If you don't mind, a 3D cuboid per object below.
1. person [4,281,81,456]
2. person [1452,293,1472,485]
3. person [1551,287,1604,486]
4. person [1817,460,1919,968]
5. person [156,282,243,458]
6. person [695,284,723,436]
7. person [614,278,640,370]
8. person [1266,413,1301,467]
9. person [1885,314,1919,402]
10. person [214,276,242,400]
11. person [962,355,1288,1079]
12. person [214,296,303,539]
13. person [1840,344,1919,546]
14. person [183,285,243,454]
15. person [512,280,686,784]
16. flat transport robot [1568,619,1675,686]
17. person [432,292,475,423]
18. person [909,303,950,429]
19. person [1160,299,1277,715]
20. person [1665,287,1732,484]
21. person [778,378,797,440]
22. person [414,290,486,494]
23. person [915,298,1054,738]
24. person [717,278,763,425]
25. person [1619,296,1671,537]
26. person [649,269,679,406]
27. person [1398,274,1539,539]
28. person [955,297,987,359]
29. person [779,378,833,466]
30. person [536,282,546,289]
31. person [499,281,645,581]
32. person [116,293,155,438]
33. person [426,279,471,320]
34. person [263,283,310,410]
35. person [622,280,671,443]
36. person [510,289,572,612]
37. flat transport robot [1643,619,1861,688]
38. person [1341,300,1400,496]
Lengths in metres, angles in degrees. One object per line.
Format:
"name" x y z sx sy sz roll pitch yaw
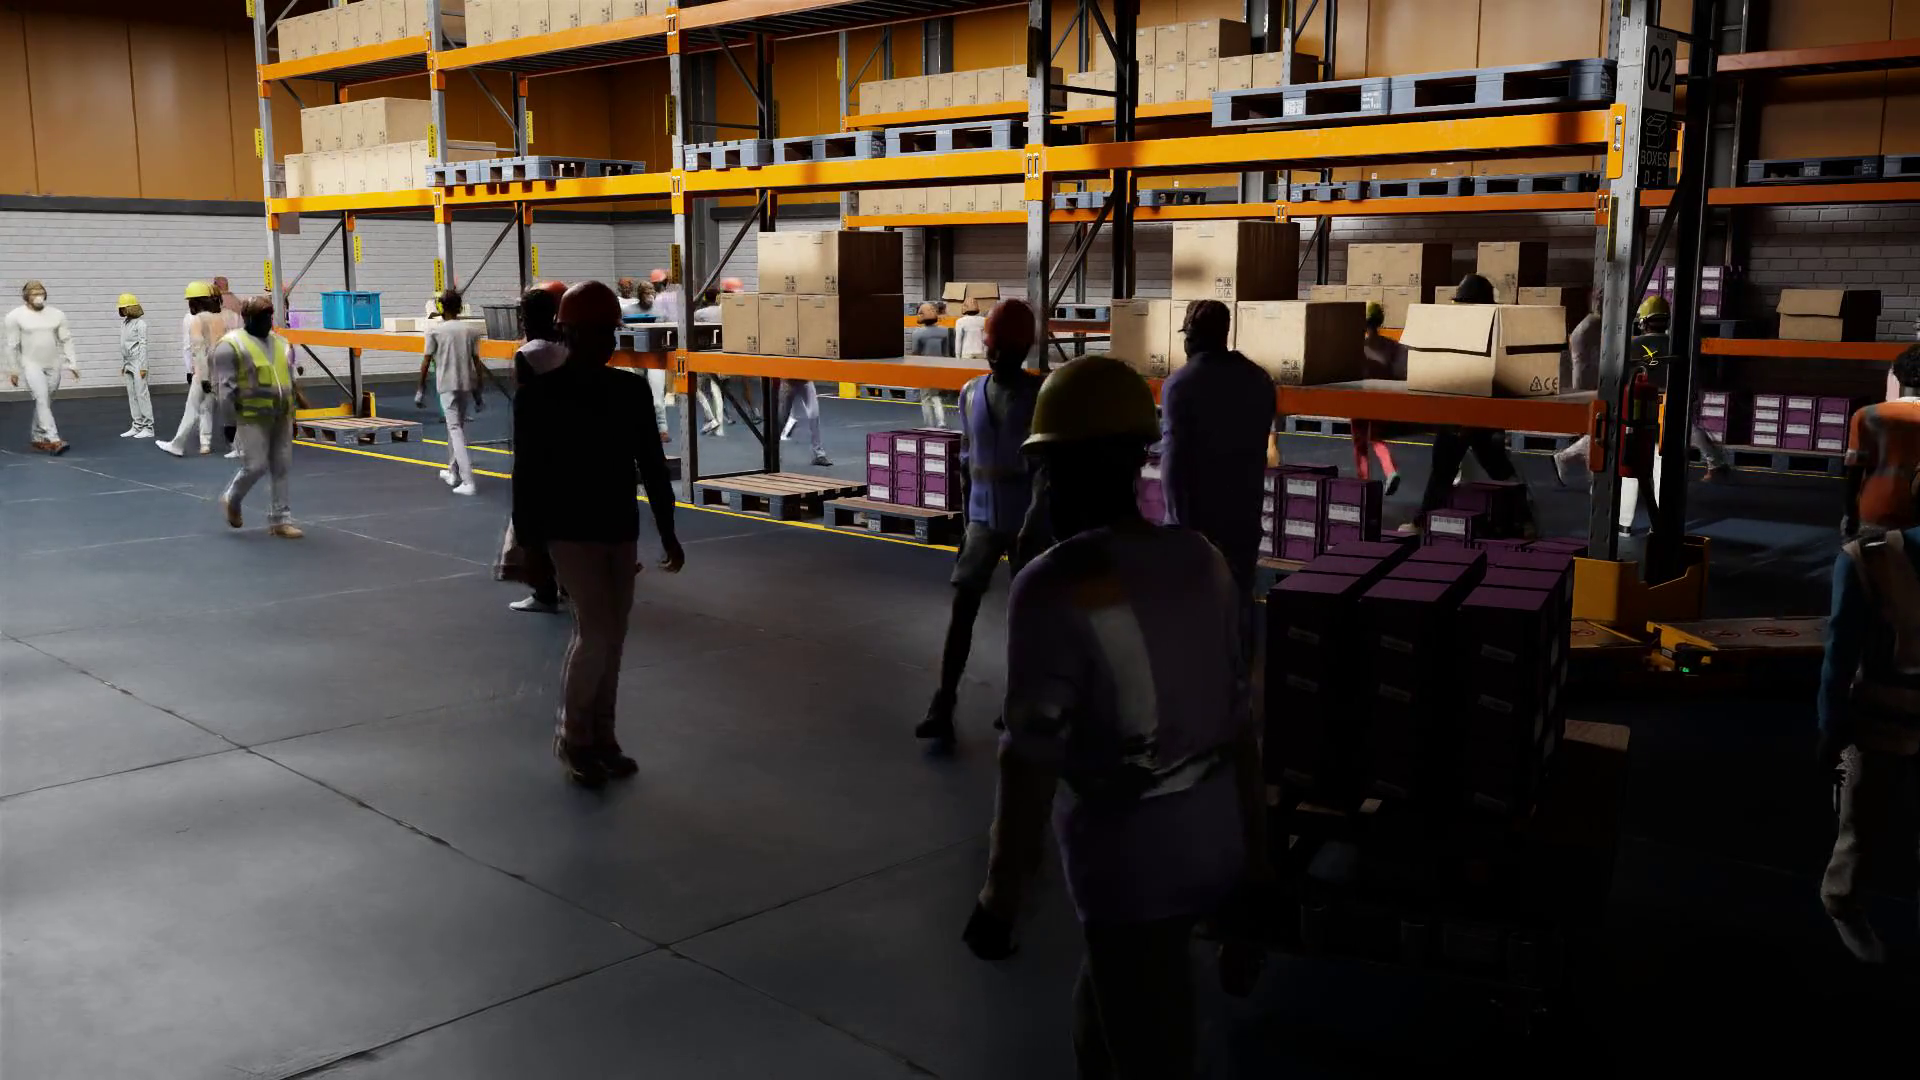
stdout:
"person" -9.970 -1.863 18.102 1.014 1.885 0.648 7 11 36
"person" 4.426 -1.302 14.829 0.544 1.844 0.560 -7 12 -37
"person" 5.582 -1.307 14.763 0.665 1.873 0.704 -6 11 -33
"person" 2.572 0.505 4.495 0.528 1.591 0.821 3 10 18
"person" -8.074 -1.793 17.722 1.008 1.867 0.599 1 9 8
"person" -3.032 -2.171 20.101 0.427 1.849 0.547 8 12 42
"person" -5.210 -3.142 25.955 0.584 1.882 0.337 -7 11 -35
"person" 2.659 -1.282 14.556 0.563 1.877 1.019 -3 10 -19
"person" 5.105 -0.323 8.679 0.662 1.888 0.446 -2 9 -12
"person" -11.335 -3.103 25.658 0.399 1.905 0.642 1 9 5
"person" 0.427 0.608 3.026 0.854 1.877 0.601 7 11 36
"person" -5.268 -0.917 12.486 0.624 1.826 0.643 5 11 29
"person" 4.594 -0.126 8.121 0.552 1.665 0.441 4 10 22
"person" -8.162 -1.863 18.245 0.633 1.841 0.429 -5 10 -27
"person" -1.409 -0.022 6.554 0.488 1.980 0.618 7 12 38
"flat transport robot" 2.693 0.560 8.192 1.431 0.197 0.652 -1 9 -8
"person" -6.713 -2.405 21.842 0.542 1.755 0.413 3 10 20
"person" -0.374 -1.985 19.641 0.533 1.618 0.345 -5 11 -30
"person" 1.146 -0.135 7.524 0.638 1.893 0.469 -4 10 -25
"person" 6.854 -1.478 15.766 1.040 1.890 0.636 6 11 34
"person" -2.053 -1.954 19.480 0.499 1.623 0.475 -9 13 -43
"person" -4.665 -1.343 15.122 0.940 1.827 0.541 9 13 43
"person" 0.165 -0.064 7.054 0.544 1.891 0.890 5 10 28
"person" -2.847 -2.415 21.436 0.922 1.896 0.575 7 12 37
"person" 5.203 -0.924 12.560 0.586 1.824 0.405 0 9 3
"person" -4.364 -2.969 24.462 0.439 2.017 0.629 3 10 19
"person" 3.820 -0.989 12.277 0.689 2.000 1.038 -9 13 -44
"person" 0.164 -2.573 23.259 0.497 1.629 0.276 -4 10 -23
"person" -1.707 -1.640 17.240 0.525 1.722 0.904 -7 12 -38
"person" -6.468 -3.096 25.880 0.612 1.820 0.420 -7 12 -36
"person" -2.587 -0.696 10.781 0.924 1.944 0.626 -3 10 -20
"person" -9.907 -2.084 19.943 0.484 1.731 0.314 7 12 37
"person" -7.000 -2.667 22.876 0.616 1.957 1.132 -4 10 -22
"person" -8.291 -2.238 20.419 0.546 1.895 0.997 7 11 36
"person" -3.731 -2.113 19.640 0.633 1.899 1.007 -5 10 -28
"person" -2.430 -0.528 9.872 0.415 1.904 0.612 3 10 19
"flat transport robot" 4.119 0.547 8.269 1.431 0.197 0.652 -1 9 -7
"person" 3.586 -1.210 14.506 0.536 1.753 0.445 -4 10 -23
